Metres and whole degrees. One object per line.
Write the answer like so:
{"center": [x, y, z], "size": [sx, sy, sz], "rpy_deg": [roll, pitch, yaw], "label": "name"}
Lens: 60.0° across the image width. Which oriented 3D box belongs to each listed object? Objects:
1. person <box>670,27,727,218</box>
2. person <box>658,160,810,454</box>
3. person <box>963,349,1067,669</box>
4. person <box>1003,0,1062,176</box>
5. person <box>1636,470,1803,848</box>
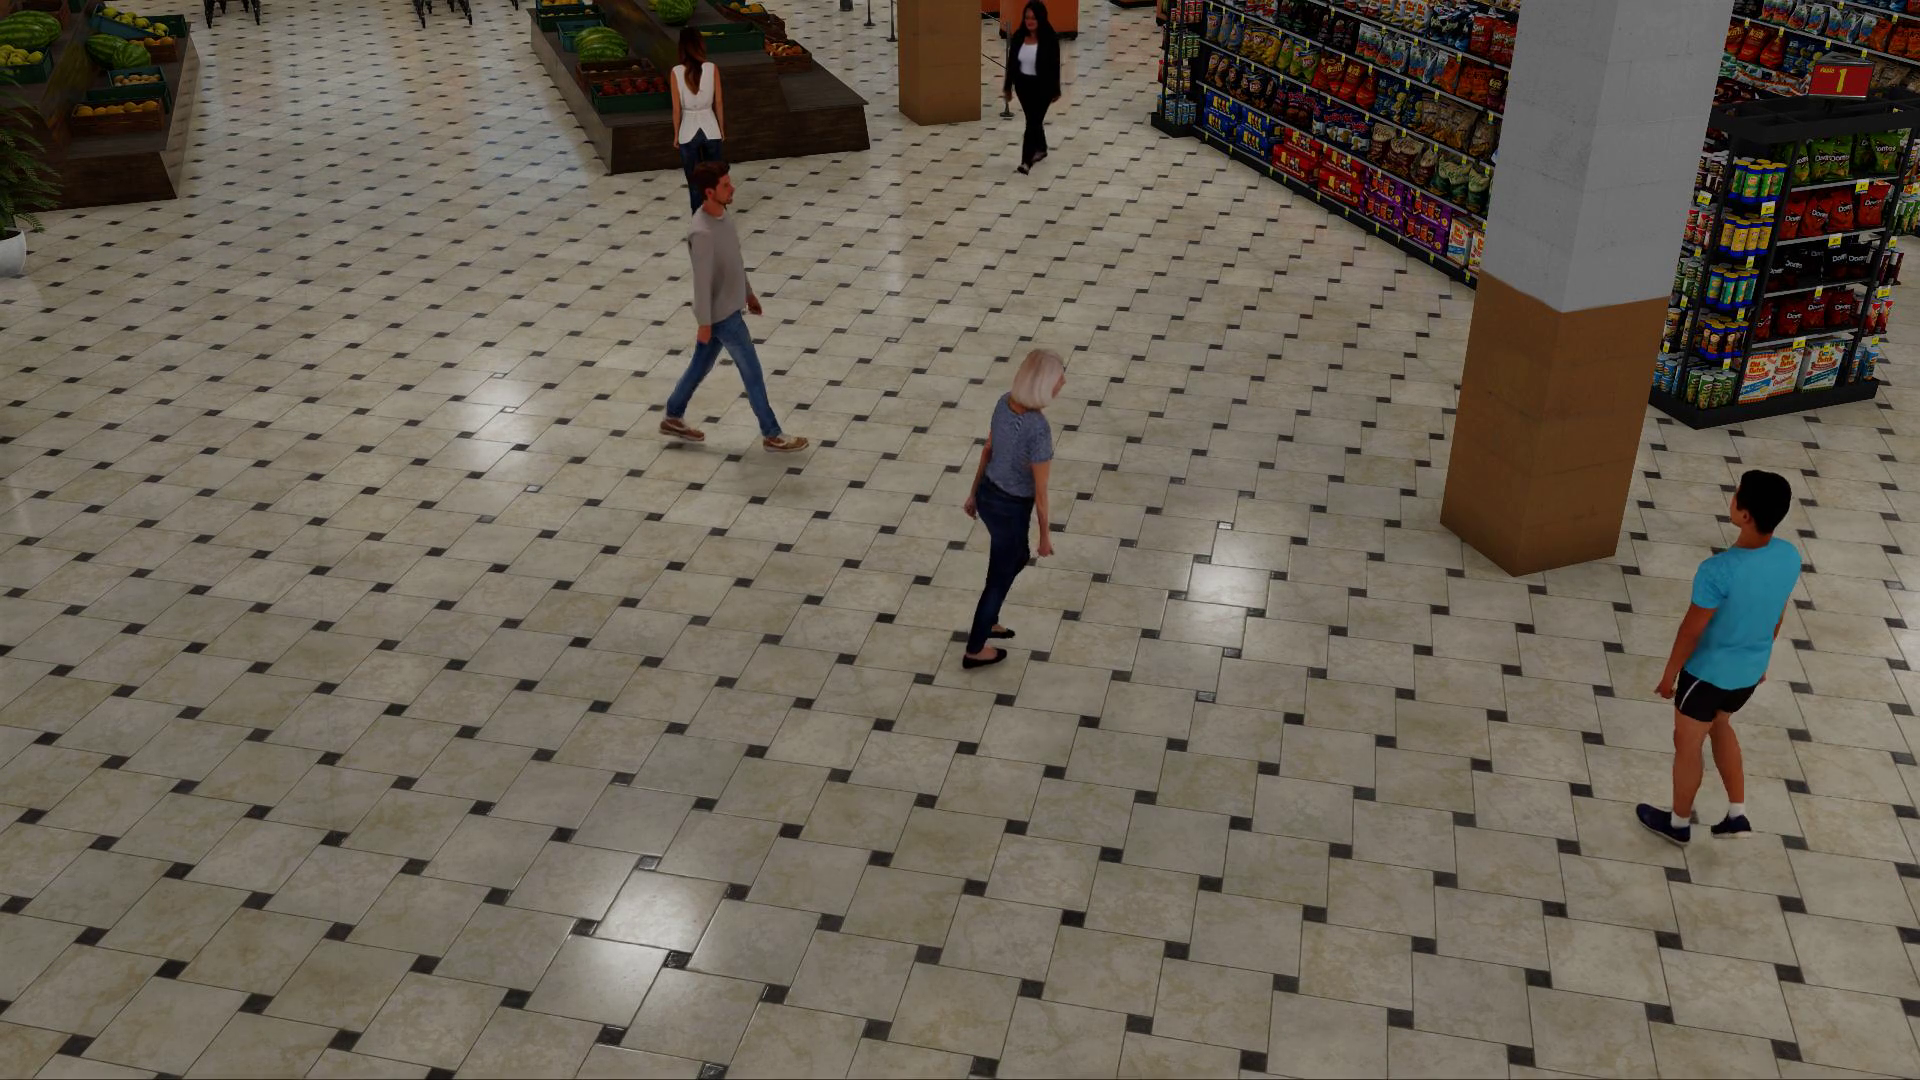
{"center": [-2.170, -3.369, 13.902], "size": [0.577, 1.784, 0.514], "rpy_deg": [-9, 30, -16], "label": "person"}
{"center": [-1.558, -1.393, 10.206], "size": [0.986, 1.858, 1.224], "rpy_deg": [0, 29, 0], "label": "person"}
{"center": [0.168, -0.121, 8.062], "size": [0.692, 1.679, 0.662], "rpy_deg": [-16, 33, -27], "label": "person"}
{"center": [0.734, -4.308, 15.848], "size": [1.104, 1.568, 1.179], "rpy_deg": [12, 31, 21], "label": "person"}
{"center": [3.147, 0.561, 6.719], "size": [0.622, 1.769, 0.711], "rpy_deg": [-10, 30, -17], "label": "person"}
